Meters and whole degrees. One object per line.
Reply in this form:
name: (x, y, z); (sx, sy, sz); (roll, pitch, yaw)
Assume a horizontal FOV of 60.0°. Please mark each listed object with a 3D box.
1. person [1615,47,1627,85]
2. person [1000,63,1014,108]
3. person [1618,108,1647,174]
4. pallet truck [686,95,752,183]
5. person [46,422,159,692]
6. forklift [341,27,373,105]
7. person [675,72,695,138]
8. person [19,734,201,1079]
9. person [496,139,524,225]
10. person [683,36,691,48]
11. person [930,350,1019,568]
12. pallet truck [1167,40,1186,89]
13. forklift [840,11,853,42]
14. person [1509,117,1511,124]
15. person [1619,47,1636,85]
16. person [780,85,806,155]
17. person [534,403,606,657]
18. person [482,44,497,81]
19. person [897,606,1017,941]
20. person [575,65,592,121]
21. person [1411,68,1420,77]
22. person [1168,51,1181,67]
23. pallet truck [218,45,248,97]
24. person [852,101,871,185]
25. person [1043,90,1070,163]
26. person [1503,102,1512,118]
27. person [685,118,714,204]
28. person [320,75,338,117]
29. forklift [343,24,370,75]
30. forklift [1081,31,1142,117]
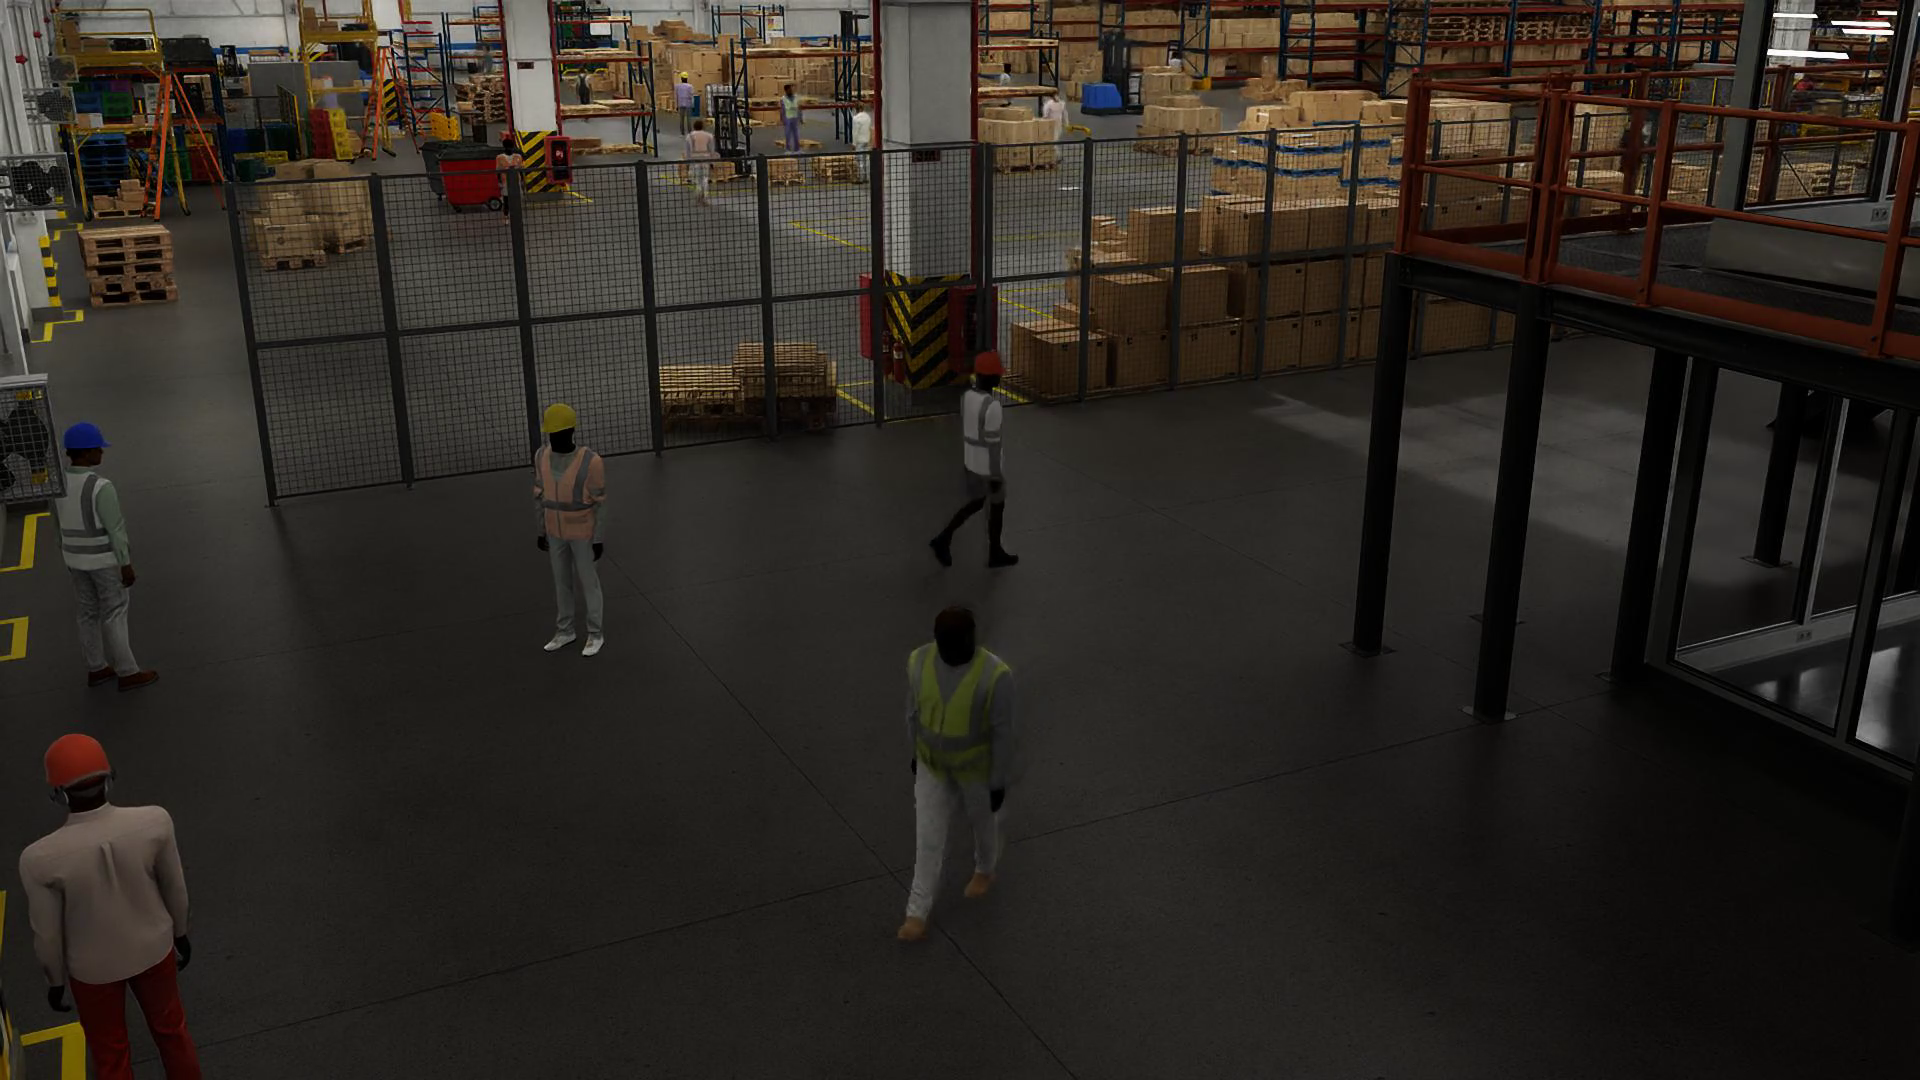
person: (28.377, -20.230, 71.157); (0.552, 1.657, 0.862); (1, 19, 2)
person: (1.633, -14.661, 54.600); (0.936, 1.922, 0.644); (-5, 20, -15)
person: (15.272, -8.845, 37.578); (1.043, 2.000, 0.713); (-2, 19, -7)
pallet truck: (-5.836, -9.608, 39.856); (0.823, 1.965, 1.885); (10, 22, 27)
person: (-6.076, 0.123, 11.733); (0.613, 1.937, 0.408); (8, 20, 21)
forklift: (-22.275, -17.346, 60.954); (1.873, 2.768, 1.129); (-9, 21, -25)
person: (-8.269, -13.094, 50.067); (0.594, 1.924, 0.382); (3, 19, 9)
person: (-3.538, 1.732, 6.989); (0.379, 1.994, 0.611); (18, 26, 42)
person: (-8.937, -7.120, 33.099); (0.539, 1.693, 0.319); (-7, 20, -20)
person: (-12.350, -21.756, 75.159); (0.542, 1.939, 0.365); (8, 21, 23)
person: (0.140, -0.648, 14.013); (0.739, 1.916, 0.552); (-11, 22, -29)
pallet truck: (9.045, -19.971, 69.895); (0.823, 1.965, 1.885); (-3, 19, -8)
forklift: (-5.678, -25.051, 83.287); (1.873, 2.768, 1.129); (-9, 21, -25)
person: (12.945, -9.378, 39.421); (0.518, 1.848, 0.525); (15, 24, 37)
person: (27.395, -19.337, 68.295); (0.634, 1.839, 0.429); (1, 19, 2)
person: (-4.578, -11.540, 45.650); (0.739, 1.877, 0.392); (-10, 21, -26)
person: (-2.891, -0.077, 12.333); (0.587, 1.928, 0.363); (7, 20, 18)
person: (-19.574, -19.600, 68.983); (0.991, 1.903, 0.640); (-15, 24, -36)
person: (-0.026, 1.208, 8.813); (0.652, 1.789, 0.947); (8, 21, 21)
person: (-12.524, -14.876, 55.384); (0.541, 1.826, 0.559); (-2, 19, -7)
person: (14.453, -14.025, 52.845); (0.549, 1.889, 1.012); (-9, 21, -24)
person: (8.225, -17.891, 64.082); (0.554, 1.850, 0.641); (-4, 19, -11)
pallet truck: (-28.879, -18.665, 66.111); (0.823, 1.965, 1.885); (-3, 19, -9)
person: (-2.342, -9.376, 39.292); (0.376, 1.933, 0.620); (10, 22, 28)
person: (2.548, -10.747, 43.310); (0.642, 1.885, 1.030); (-11, 22, -30)
person: (13.392, -9.935, 41.190); (0.529, 1.750, 0.591); (-3, 19, -9)
person: (-5.632, -8.182, 35.977); (0.648, 1.826, 0.448); (-8, 21, -23)
person: (-18.498, -12.697, 48.944); (0.784, 1.914, 0.552); (14, 23, 35)
forklift: (-23.409, -18.630, 64.674); (1.129, 2.768, 1.873); (13, 23, 33)
forklift: (5.221, -16.046, 57.186); (1.873, 2.768, 1.129); (-9, 21, -25)
